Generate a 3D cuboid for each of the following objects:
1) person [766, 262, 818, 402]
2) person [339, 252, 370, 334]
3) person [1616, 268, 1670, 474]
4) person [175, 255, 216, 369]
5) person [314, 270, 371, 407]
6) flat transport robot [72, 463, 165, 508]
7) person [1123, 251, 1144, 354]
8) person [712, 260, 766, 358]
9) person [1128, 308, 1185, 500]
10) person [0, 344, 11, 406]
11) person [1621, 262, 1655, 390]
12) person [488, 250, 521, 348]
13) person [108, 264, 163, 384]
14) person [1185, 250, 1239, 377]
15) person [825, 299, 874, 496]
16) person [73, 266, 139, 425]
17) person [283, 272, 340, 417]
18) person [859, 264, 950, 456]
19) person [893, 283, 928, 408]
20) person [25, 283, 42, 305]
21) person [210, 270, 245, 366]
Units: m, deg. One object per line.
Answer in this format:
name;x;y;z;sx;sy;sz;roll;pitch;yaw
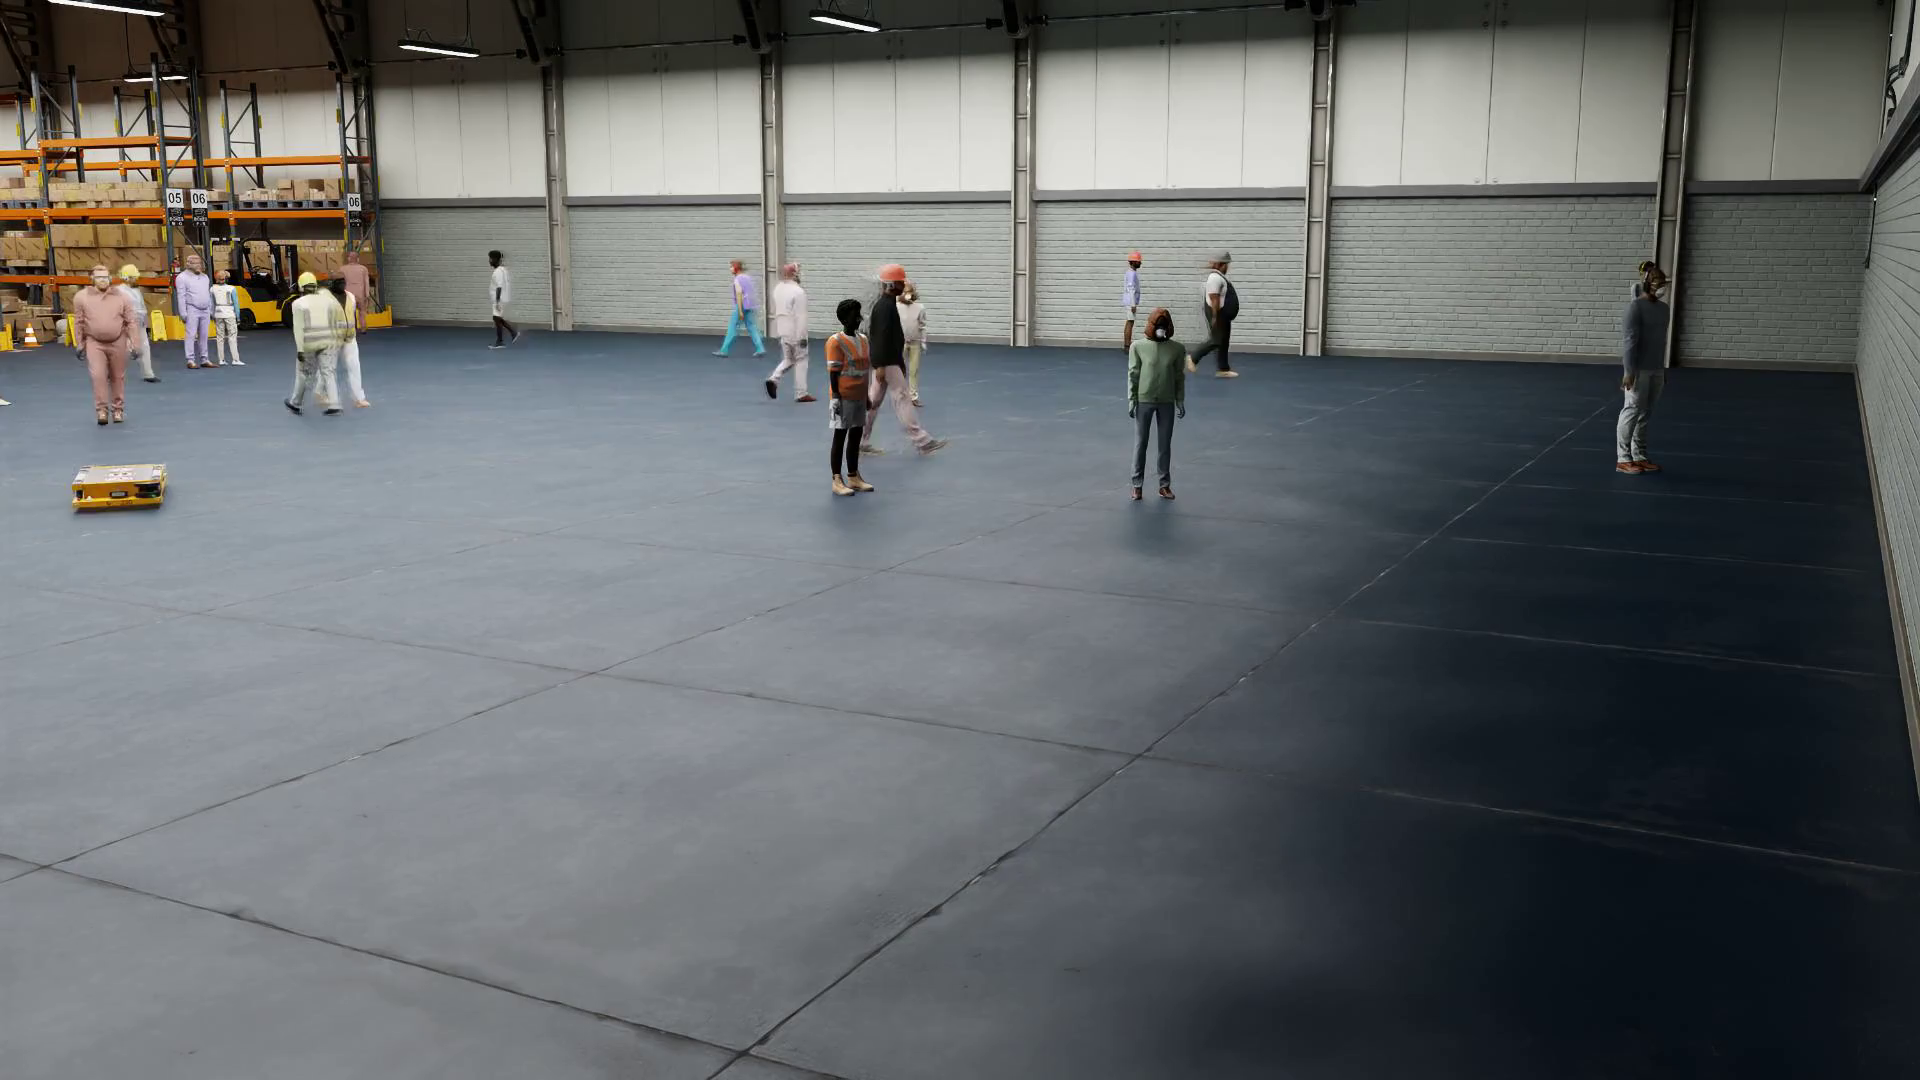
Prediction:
person;-2.266;-2.779;22.315;0.621;1.888;0.663;-9;14;-41
person;-13.613;-5.531;37.406;0.659;1.865;0.977;-2;11;-12
person;6.471;-1.594;15.714;0.636;1.938;0.355;-8;13;-37
person;-12.876;-3.845;28.081;0.403;1.906;0.652;5;11;24
person;-8.192;-2.643;21.819;0.928;1.795;0.625;8;13;36
flat transport robot;-7.153;-0.476;14.168;0.652;0.197;1.431;-5;11;-24
person;3.272;-4.482;31.462;0.371;1.939;0.543;0;10;2
person;-4.024;-4.220;30.442;0.989;1.791;0.587;2;11;12
person;1.672;-1.157;14.164;0.498;1.633;0.282;-1;10;-6
person;-12.856;-2.633;21.860;0.526;1.765;0.329;1;10;6
person;9.878;-3.081;24.062;0.592;1.863;0.384;-7;12;-33
person;-9.159;-4.808;33.201;0.547;1.952;0.638;-2;11;-8
person;-12.535;-3.249;25.088;0.751;1.813;0.599;0;10;2
person;4.023;-3.586;26.298;0.770;2.000;0.694;3;11;16
person;-0.952;-1.238;14.433;0.316;1.696;0.540;6;12;31
person;-10.093;-2.293;19.692;0.679;1.868;0.905;-6;12;-28
person;-8.082;-2.428;20.700;0.928;1.775;0.615;7;13;34
person;-0.615;-1.807;16.844;0.995;1.942;0.651;-1;10;-4
person;-0.675;-2.535;21.721;0.533;1.625;0.292;-3;11;-17
person;-24.782;-6.861;44.499;0.397;1.918;0.588;1;10;4
person;-12.662;-3.822;28.688;0.514;1.639;0.309;1;10;7
